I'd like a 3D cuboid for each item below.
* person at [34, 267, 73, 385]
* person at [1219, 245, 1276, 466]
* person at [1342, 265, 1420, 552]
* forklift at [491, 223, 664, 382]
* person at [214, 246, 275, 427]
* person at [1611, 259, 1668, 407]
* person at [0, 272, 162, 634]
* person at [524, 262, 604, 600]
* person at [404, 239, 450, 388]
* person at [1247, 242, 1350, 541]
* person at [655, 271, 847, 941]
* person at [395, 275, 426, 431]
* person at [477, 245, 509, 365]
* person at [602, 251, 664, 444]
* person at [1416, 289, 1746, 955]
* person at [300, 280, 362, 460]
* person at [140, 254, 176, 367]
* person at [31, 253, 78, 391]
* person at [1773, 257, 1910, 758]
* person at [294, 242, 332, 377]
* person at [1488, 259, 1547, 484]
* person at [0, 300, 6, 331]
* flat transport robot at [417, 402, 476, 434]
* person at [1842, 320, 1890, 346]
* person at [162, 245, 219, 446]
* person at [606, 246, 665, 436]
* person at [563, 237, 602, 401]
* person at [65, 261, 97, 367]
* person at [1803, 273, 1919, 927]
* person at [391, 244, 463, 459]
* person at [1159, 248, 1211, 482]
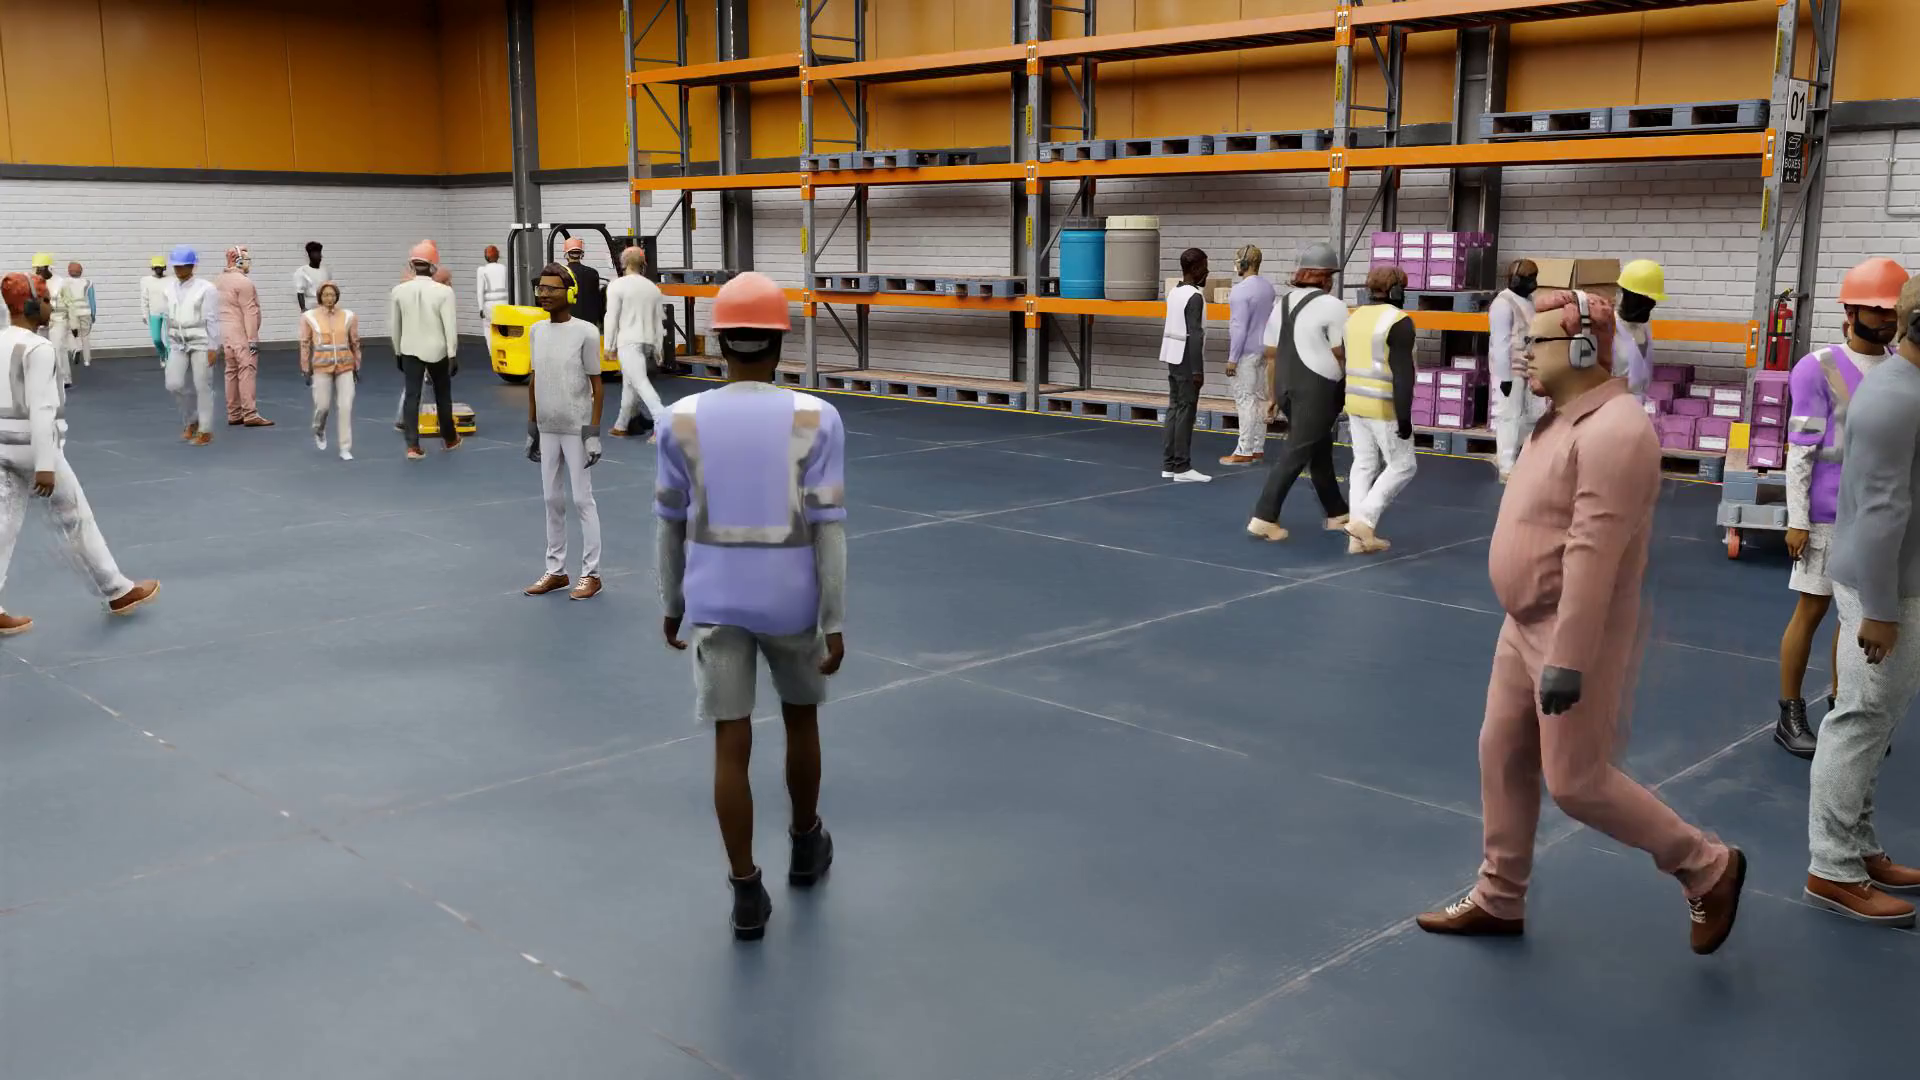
[{"bbox_3d":[-12.259,-2.942,22.363,0.523,1.760,0.325,-7,12,-32],"label":"person"},{"bbox_3d":[2.532,-1.621,14.662,0.373,1.940,0.629,7,13,35],"label":"person"},{"bbox_3d":[2.656,-0.809,10.520,0.433,1.833,0.667,-4,11,-22],"label":"person"},{"bbox_3d":[-5.316,-3.263,22.920,2.313,2.155,1.214,-10,14,-44],"label":"forklift"},{"bbox_3d":[-7.626,-2.160,17.689,0.643,1.908,0.399,8,13,38],"label":"person"},{"bbox_3d":[3.816,-0.677,9.661,0.653,1.880,0.574,-9,14,-40],"label":"person"},{"bbox_3d":[-4.718,-0.449,8.561,0.603,1.828,0.972,7,12,33],"label":"person"},{"bbox_3d":[-2.219,-0.603,9.286,0.514,1.876,0.328,5,11,24],"label":"person"},{"bbox_3d":[-7.090,-3.012,22.154,0.632,1.968,0.558,-5,12,-27],"label":"person"},{"bbox_3d":[2.344,-1.028,11.150,1.062,2.000,0.685,-4,11,-22],"label":"person"},{"bbox_3d":[-0.611,0.168,4.979,0.572,1.907,0.826,0,10,0],"label":"person"},{"bbox_3d":[-5.578,-1.885,16.998,0.351,1.617,0.530,-8,13,-37],"label":"person"},{"bbox_3d":[-7.162,-3.602,25.653,0.596,1.867,0.451,-7,12,-32],"label":"person"},{"bbox_3d":[-3.131,-1.896,16.359,1.000,1.880,0.643,7,12,32],"label":"person"},{"bbox_3d":[1.754,0.251,4.615,0.772,1.880,0.643,0,10,2],"label":"person"},{"bbox_3d":[-5.708,-1.542,15.094,0.517,1.621,0.536,-6,12,-31],"label":"person"},{"bbox_3d":[-11.787,-3.346,24.589,0.539,1.742,0.647,-3,11,-18],"label":"person"},{"bbox_3d":[-11.715,-2.770,21.328,0.585,1.789,0.889,1,10,6],"label":"person"},{"bbox_3d":[3.463,-0.112,6.438,0.552,1.936,0.360,-2,11,-13],"label":"person"},{"bbox_3d":[-9.069,-3.245,23.556,0.971,1.917,0.625,7,13,35],"label":"person"},{"bbox_3d":[4.506,-1.353,13.486,0.434,1.832,0.659,10,14,43],"label":"person"},{"bbox_3d":[-8.501,-1.491,14.262,0.637,1.826,0.698,-6,12,-28],"label":"person"},{"bbox_3d":[-5.455,-1.277,17.336,0.652,0.197,1.431,-4,11,-21],"label":"flat transport robot"},{"bbox_3d":[5.268,-0.478,9.398,0.774,1.597,0.523,0,10,0],"label":"person"},{"bbox_3d":[-7.379,-1.856,15.969,0.605,1.929,0.432,2,11,8],"label":"person"},{"bbox_3d":[-3.292,-2.023,16.962,0.562,1.925,0.608,8,13,37],"label":"person"},{"bbox_3d":[-4.670,-2.676,20.259,0.623,1.992,0.396,-8,13,-37],"label":"person"},{"bbox_3d":[-13.550,-3.463,25.554,0.533,1.623,0.448,-6,12,-31],"label":"person"},{"bbox_3d":[2.786,0.158,4.964,0.354,1.936,0.635,8,13,38],"label":"person"},{"bbox_3d":[-4.902,-1.730,15.271,0.648,1.949,1.008,0,10,2],"label":"person"},{"bbox_3d":[1.858,-1.445,13.756,0.383,1.918,0.591,-2,11,-11],"label":"person"}]
